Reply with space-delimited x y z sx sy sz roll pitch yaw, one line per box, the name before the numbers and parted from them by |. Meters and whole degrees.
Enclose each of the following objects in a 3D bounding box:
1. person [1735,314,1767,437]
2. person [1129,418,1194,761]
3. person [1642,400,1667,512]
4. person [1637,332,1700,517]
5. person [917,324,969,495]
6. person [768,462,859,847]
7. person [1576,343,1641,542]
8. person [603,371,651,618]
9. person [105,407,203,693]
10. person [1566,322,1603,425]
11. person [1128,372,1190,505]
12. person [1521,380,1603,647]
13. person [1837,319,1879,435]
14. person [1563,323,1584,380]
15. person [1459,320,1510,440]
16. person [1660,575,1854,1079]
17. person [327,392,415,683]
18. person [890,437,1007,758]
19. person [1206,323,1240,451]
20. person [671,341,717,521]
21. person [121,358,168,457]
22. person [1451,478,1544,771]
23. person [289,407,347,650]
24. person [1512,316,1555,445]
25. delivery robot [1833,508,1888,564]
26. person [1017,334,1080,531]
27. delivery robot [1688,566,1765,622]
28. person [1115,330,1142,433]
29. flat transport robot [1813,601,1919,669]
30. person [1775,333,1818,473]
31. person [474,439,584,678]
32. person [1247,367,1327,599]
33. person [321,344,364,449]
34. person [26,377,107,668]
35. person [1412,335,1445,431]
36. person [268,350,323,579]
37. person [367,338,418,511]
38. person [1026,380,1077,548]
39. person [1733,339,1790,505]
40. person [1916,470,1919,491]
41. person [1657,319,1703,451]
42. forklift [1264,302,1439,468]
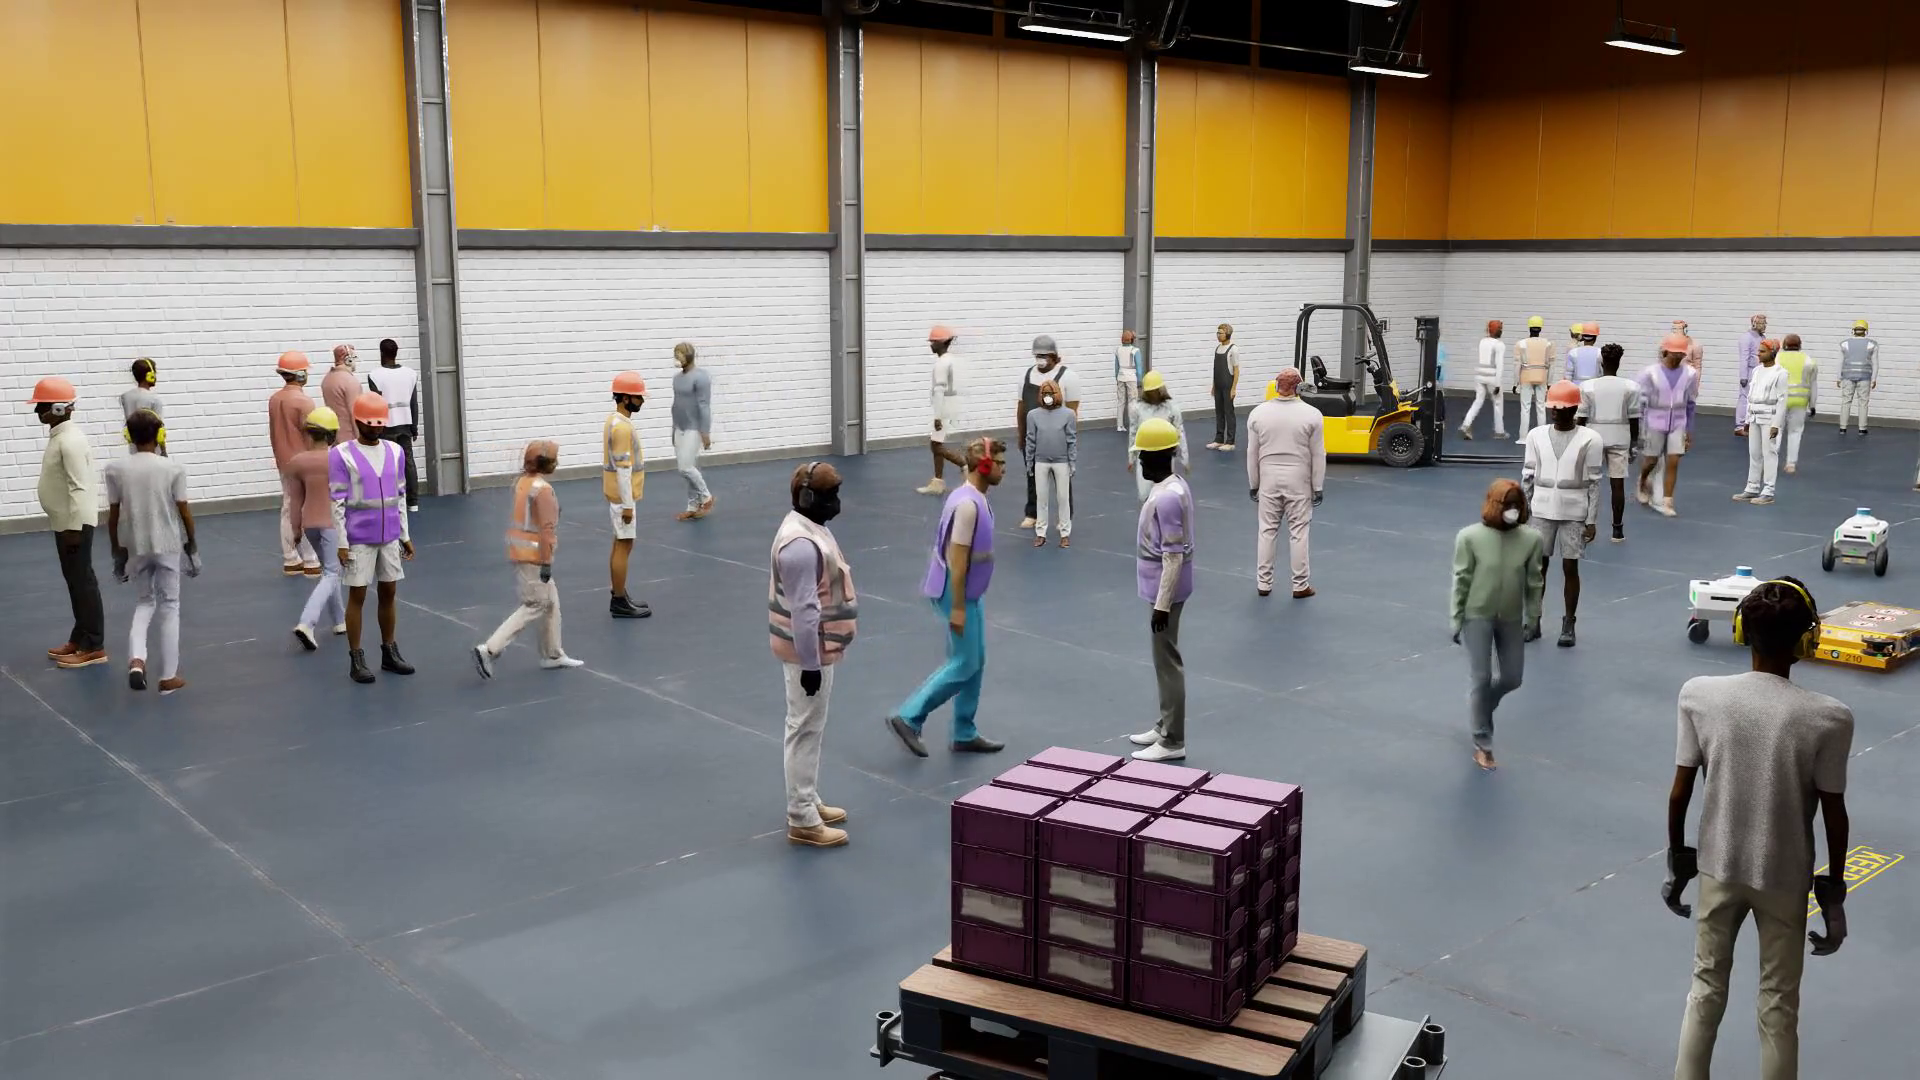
person | 12.450 -2.576 26.064 0.651 1.906 0.402 -8 12 -38
person | 1.116 0.277 9.303 0.373 1.923 0.593 1 10 6
person | 7.756 -1.133 18.435 0.527 1.627 0.579 -3 10 -17
person | 7.678 -1.272 18.159 0.619 2.012 0.791 1 10 8
person | -0.140 -1.511 19.493 0.693 2.022 0.620 2 10 10
person | -0.702 0.537 8.029 0.429 1.840 0.627 0 10 -2
person | 6.370 -0.955 16.393 0.603 1.966 0.368 3 10 17
person | -2.585 -0.352 12.981 0.382 1.932 0.541 -3 10 -16
person | -5.162 0.081 10.671 0.511 1.853 0.419 -1 10 -5
person | 8.401 -1.952 22.312 0.545 1.939 0.373 5 11 27
person | 1.899 -0.745 15.898 0.608 1.698 0.768 2 10 11
person | 4.319 -0.191 12.013 0.551 1.932 0.377 6 12 33
person | 14.147 -2.564 26.225 0.586 1.826 0.403 6 12 33
person | 9.664 -2.523 26.166 0.329 1.765 0.533 3 10 16
person | 8.080 -2.452 25.515 0.910 1.857 0.587 -6 11 -30
person | 2.413 1.031 5.050 0.532 1.870 0.316 8 12 39
person | -3.891 -0.025 11.065 0.374 1.928 0.542 8 13 40
person | -0.038 0.331 9.335 0.604 1.816 0.619 1 10 5
person | 3.827 -2.213 24.114 0.333 1.844 0.514 -6 11 -29
person | -2.887 -1.138 17.602 0.448 1.916 0.650 -8 12 -38
person | -7.703 -0.801 15.810 0.548 1.859 0.407 3 10 19
person | 2.963 0.436 9.284 0.509 1.621 0.549 0 10 -2
person | -4.636 -0.101 12.067 0.513 1.731 0.851 3 10 18
person | 8.527 -2.367 24.774 0.589 1.928 0.386 1 10 5
delivery robot | 8.082 -0.044 14.912 0.477 0.478 0.707 7 12 36
person | 0.869 -1.107 17.066 0.690 2.000 0.537 5 11 26
delivery robot | 5.688 0.436 12.103 0.707 0.478 0.477 4 11 22
person | 2.686 -2.527 26.546 0.514 1.644 0.307 9 13 42
flat transport robot | 6.531 0.660 11.893 1.431 0.197 0.652 -9 13 -42
person | 10.750 -1.768 21.577 0.652 1.824 0.507 4 11 24
person | -2.912 0.127 11.115 0.710 1.608 0.551 -5 11 -29
person | 2.697 -0.468 13.720 0.649 1.907 0.409 4 11 23
person | -6.385 -1.090 17.381 0.400 1.905 0.647 -9 13 -43
person | -6.141 -0.126 11.456 0.381 1.994 0.614 -7 12 -36
person | 7.496 -2.565 26.706 0.771 1.662 0.546 -5 11 -27
person | -5.783 -0.659 14.572 0.616 1.997 0.373 7 12 34
person | -6.183 -1.240 18.200 0.375 1.917 0.597 7 12 36
person | 0.882 -0.737 16.114 0.504 1.627 0.291 2 10 13
person | 9.142 -1.346 18.932 0.355 1.882 0.576 -2 10 -12
person | 11.902 -1.364 19.875 0.861 1.582 0.505 -1 10 -3
person | 10.334 -2.227 24.020 0.403 1.905 0.651 -9 13 -42
forklift | 5.320 -2.157 22.763 2.313 2.155 1.214 3 10 16
